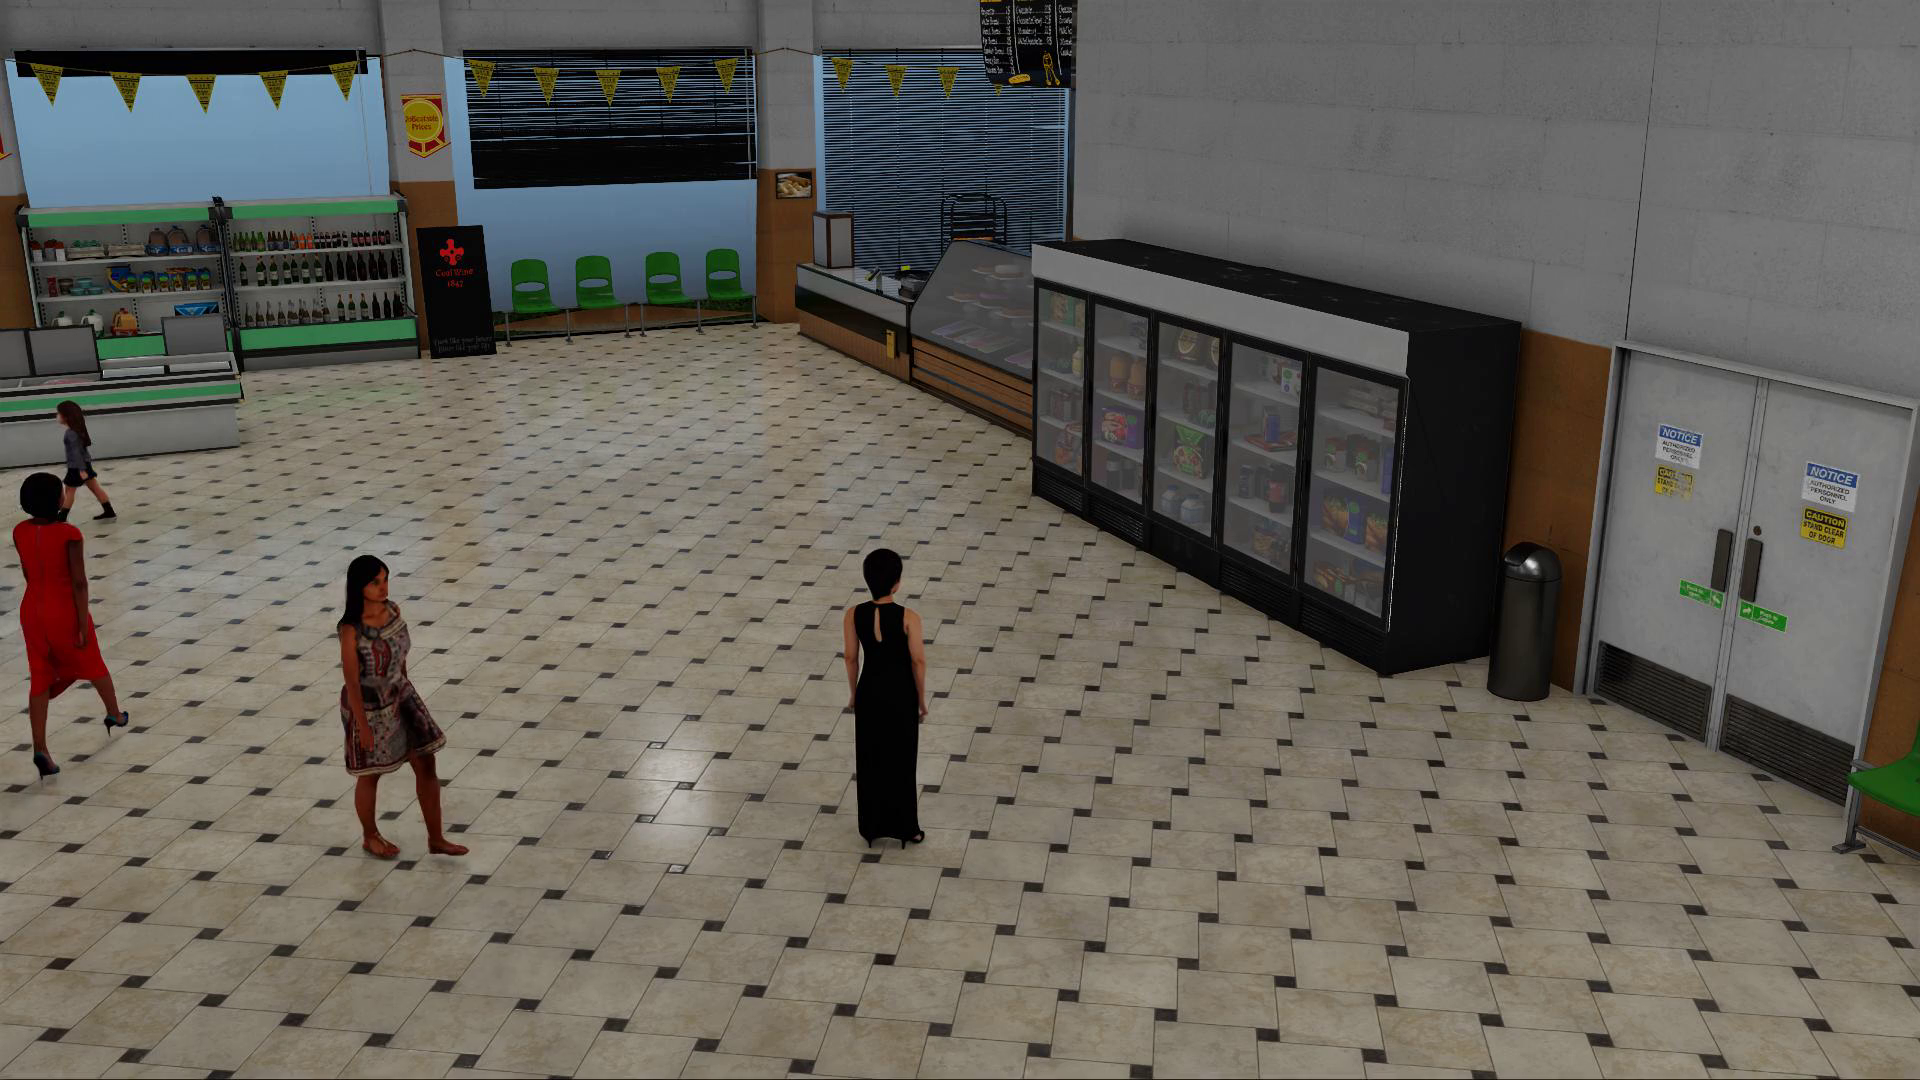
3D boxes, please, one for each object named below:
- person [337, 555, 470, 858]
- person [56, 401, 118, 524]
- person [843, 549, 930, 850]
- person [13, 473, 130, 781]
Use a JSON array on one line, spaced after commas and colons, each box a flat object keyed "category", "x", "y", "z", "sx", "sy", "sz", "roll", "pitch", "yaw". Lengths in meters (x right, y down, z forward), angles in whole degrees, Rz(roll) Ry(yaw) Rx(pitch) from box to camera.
[{"category": "person", "x": -2.994, "y": 0.853, "z": 8.412, "sx": 0.985, "sy": 1.625, "sz": 0.943, "roll": 8, "pitch": 19, "yaw": 25}, {"category": "person", "x": -7.518, "y": -0.650, "z": 14.309, "sx": 0.780, "sy": 1.075, "sz": 0.514, "roll": -7, "pitch": 18, "yaw": -21}, {"category": "person", "x": -0.383, "y": 0.827, "z": 8.531, "sx": 0.632, "sy": 1.606, "sz": 0.716, "roll": 4, "pitch": 17, "yaw": 12}, {"category": "person", "x": -5.159, "y": 0.518, "z": 9.390, "sx": 1.099, "sy": 1.699, "sz": 0.932, "roll": -1, "pitch": 17, "yaw": -2}]
